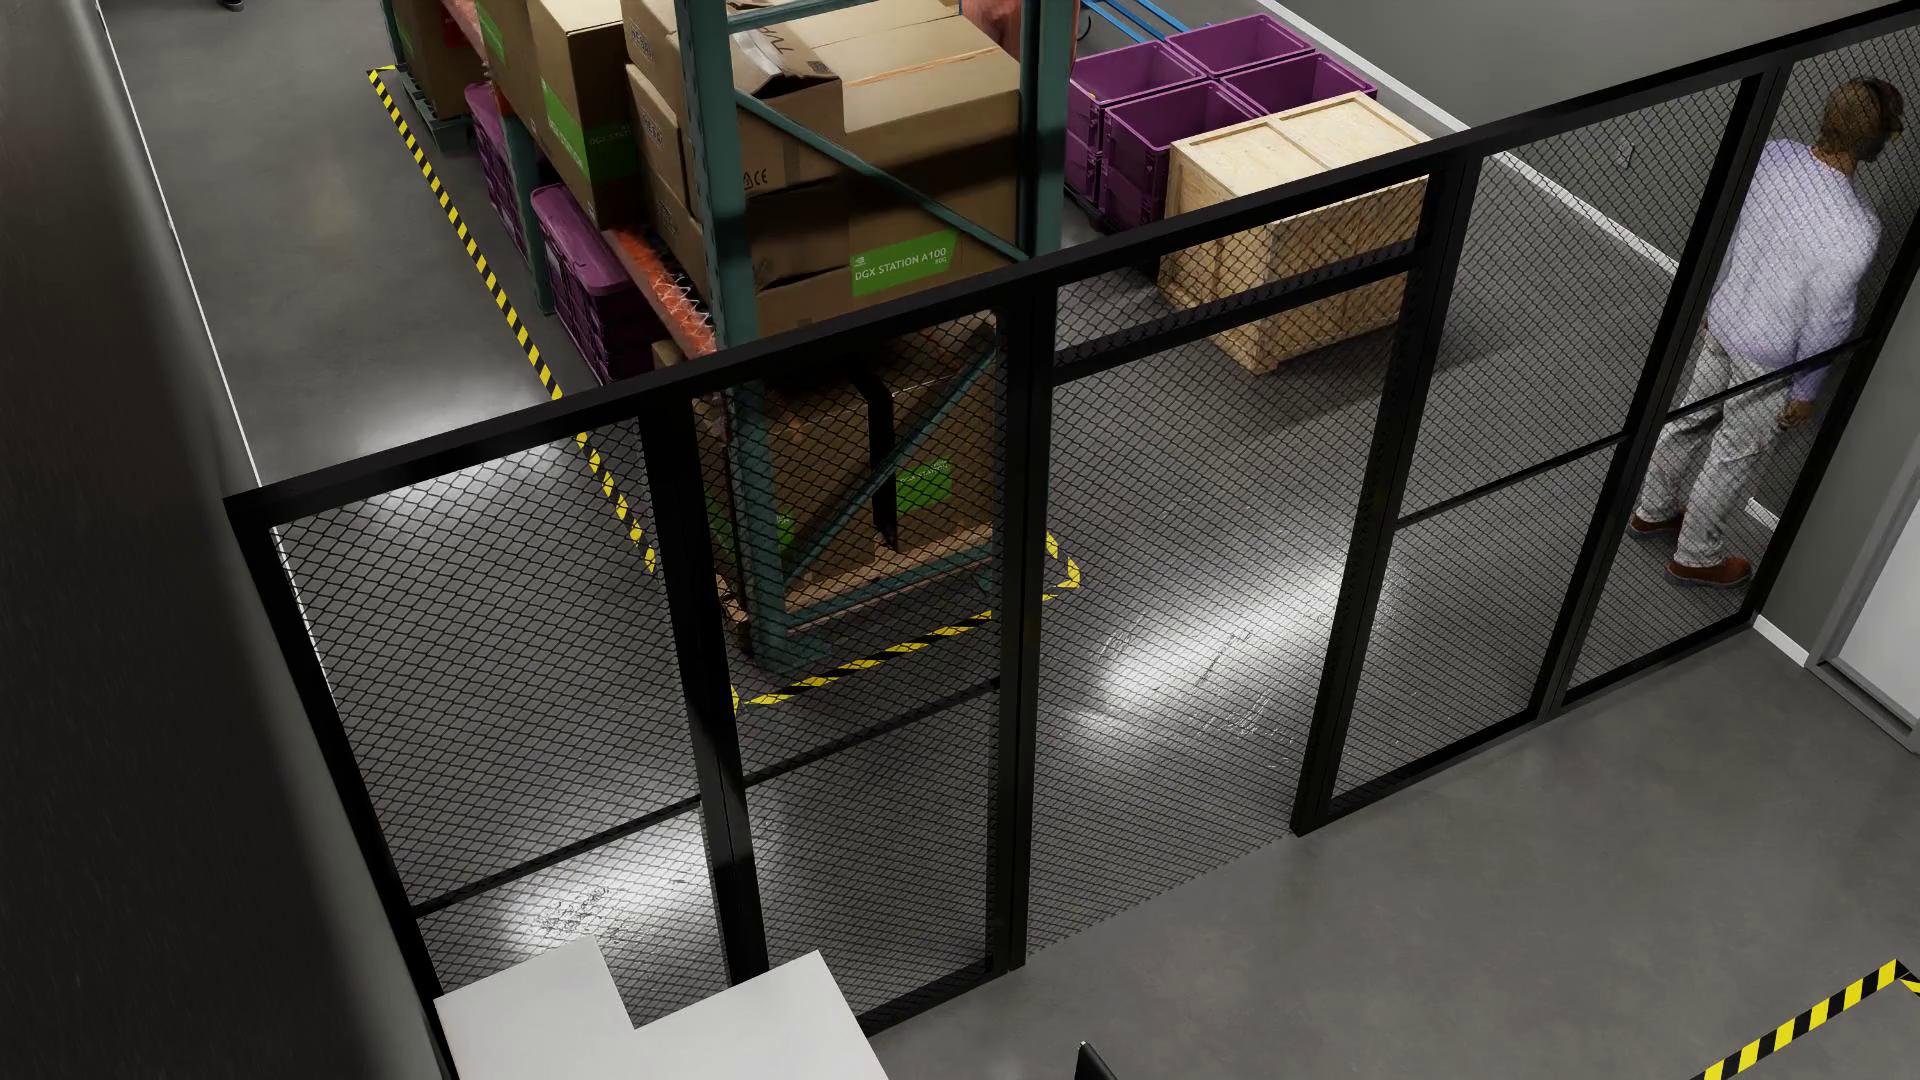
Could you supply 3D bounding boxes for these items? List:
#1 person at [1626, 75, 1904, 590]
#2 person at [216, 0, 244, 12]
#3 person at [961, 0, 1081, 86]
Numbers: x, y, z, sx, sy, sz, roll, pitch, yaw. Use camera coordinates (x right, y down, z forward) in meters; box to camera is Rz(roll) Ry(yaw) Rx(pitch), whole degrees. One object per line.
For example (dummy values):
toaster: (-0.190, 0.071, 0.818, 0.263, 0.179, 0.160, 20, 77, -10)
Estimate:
person: (2.738, -0.675, 5.684, 0.359, 1.937, 0.632, -7, 43, -8)
person: (-4.218, -3.902, 9.291, 0.600, 1.829, 0.404, -25, 48, -25)
person: (0.229, -1.809, 6.882, 0.612, 1.997, 0.376, -32, 51, -30)
